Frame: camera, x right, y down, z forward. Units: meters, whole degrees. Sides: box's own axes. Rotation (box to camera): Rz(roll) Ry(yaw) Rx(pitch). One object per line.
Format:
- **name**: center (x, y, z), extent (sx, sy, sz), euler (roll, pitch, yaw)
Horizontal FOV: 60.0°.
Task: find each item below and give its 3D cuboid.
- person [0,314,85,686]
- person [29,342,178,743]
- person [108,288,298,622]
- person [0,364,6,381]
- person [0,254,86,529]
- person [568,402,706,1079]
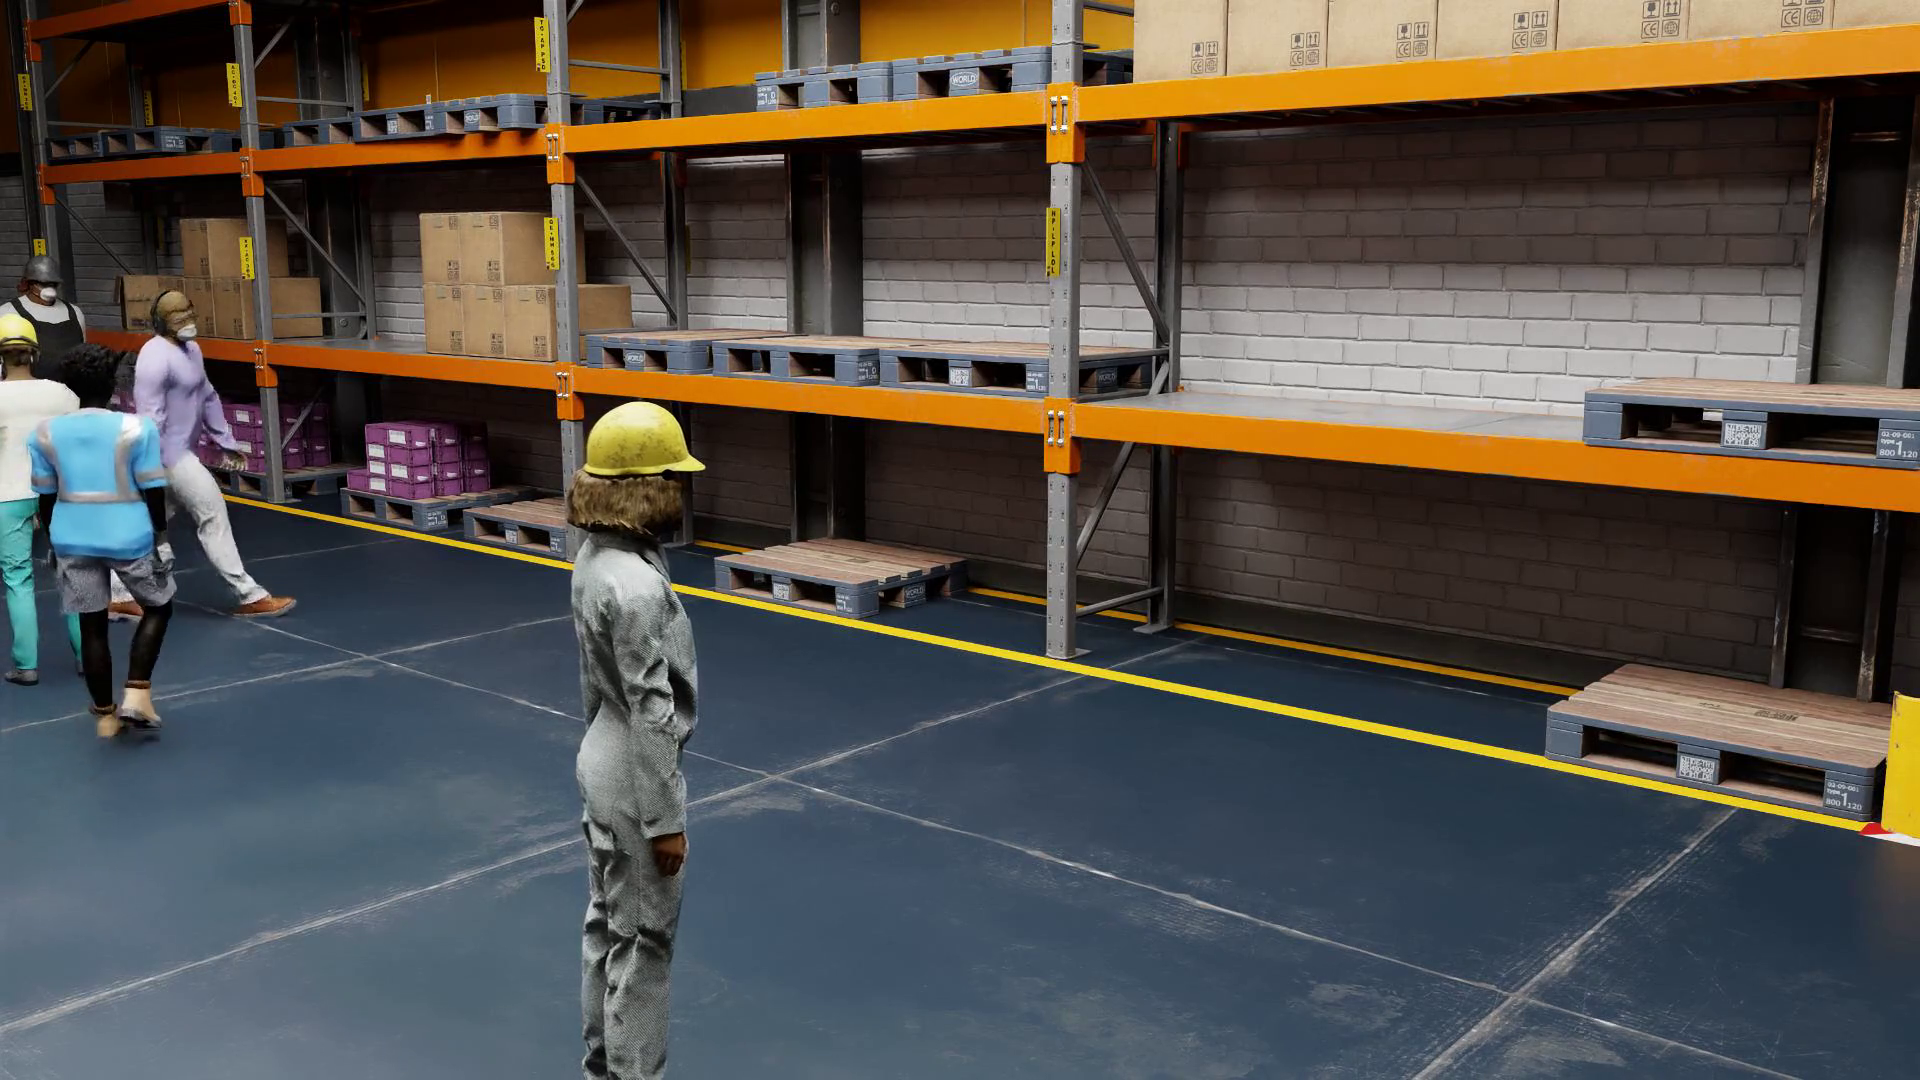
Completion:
- **person**: center (-4.445, -0.191, 7.954), extent (0.533, 1.765, 0.329), euler (-9, 13, -42)
- **person**: center (-3.567, 0.017, 6.963), extent (0.551, 1.685, 0.366), euler (-1, 10, -6)
- **person**: center (-4.298, -0.448, 9.153), extent (1.053, 1.867, 0.656), euler (-3, 10, -15)
- **person**: center (-6.455, -0.784, 10.884), extent (0.592, 1.922, 0.392), euler (-5, 11, -25)
- **person**: center (-6.774, -1.115, 12.427), extent (0.536, 2.000, 0.677), euler (6, 12, 32)
- **person**: center (-0.705, 0.560, 3.740), extent (0.300, 1.743, 0.493), euler (-4, 11, -24)
